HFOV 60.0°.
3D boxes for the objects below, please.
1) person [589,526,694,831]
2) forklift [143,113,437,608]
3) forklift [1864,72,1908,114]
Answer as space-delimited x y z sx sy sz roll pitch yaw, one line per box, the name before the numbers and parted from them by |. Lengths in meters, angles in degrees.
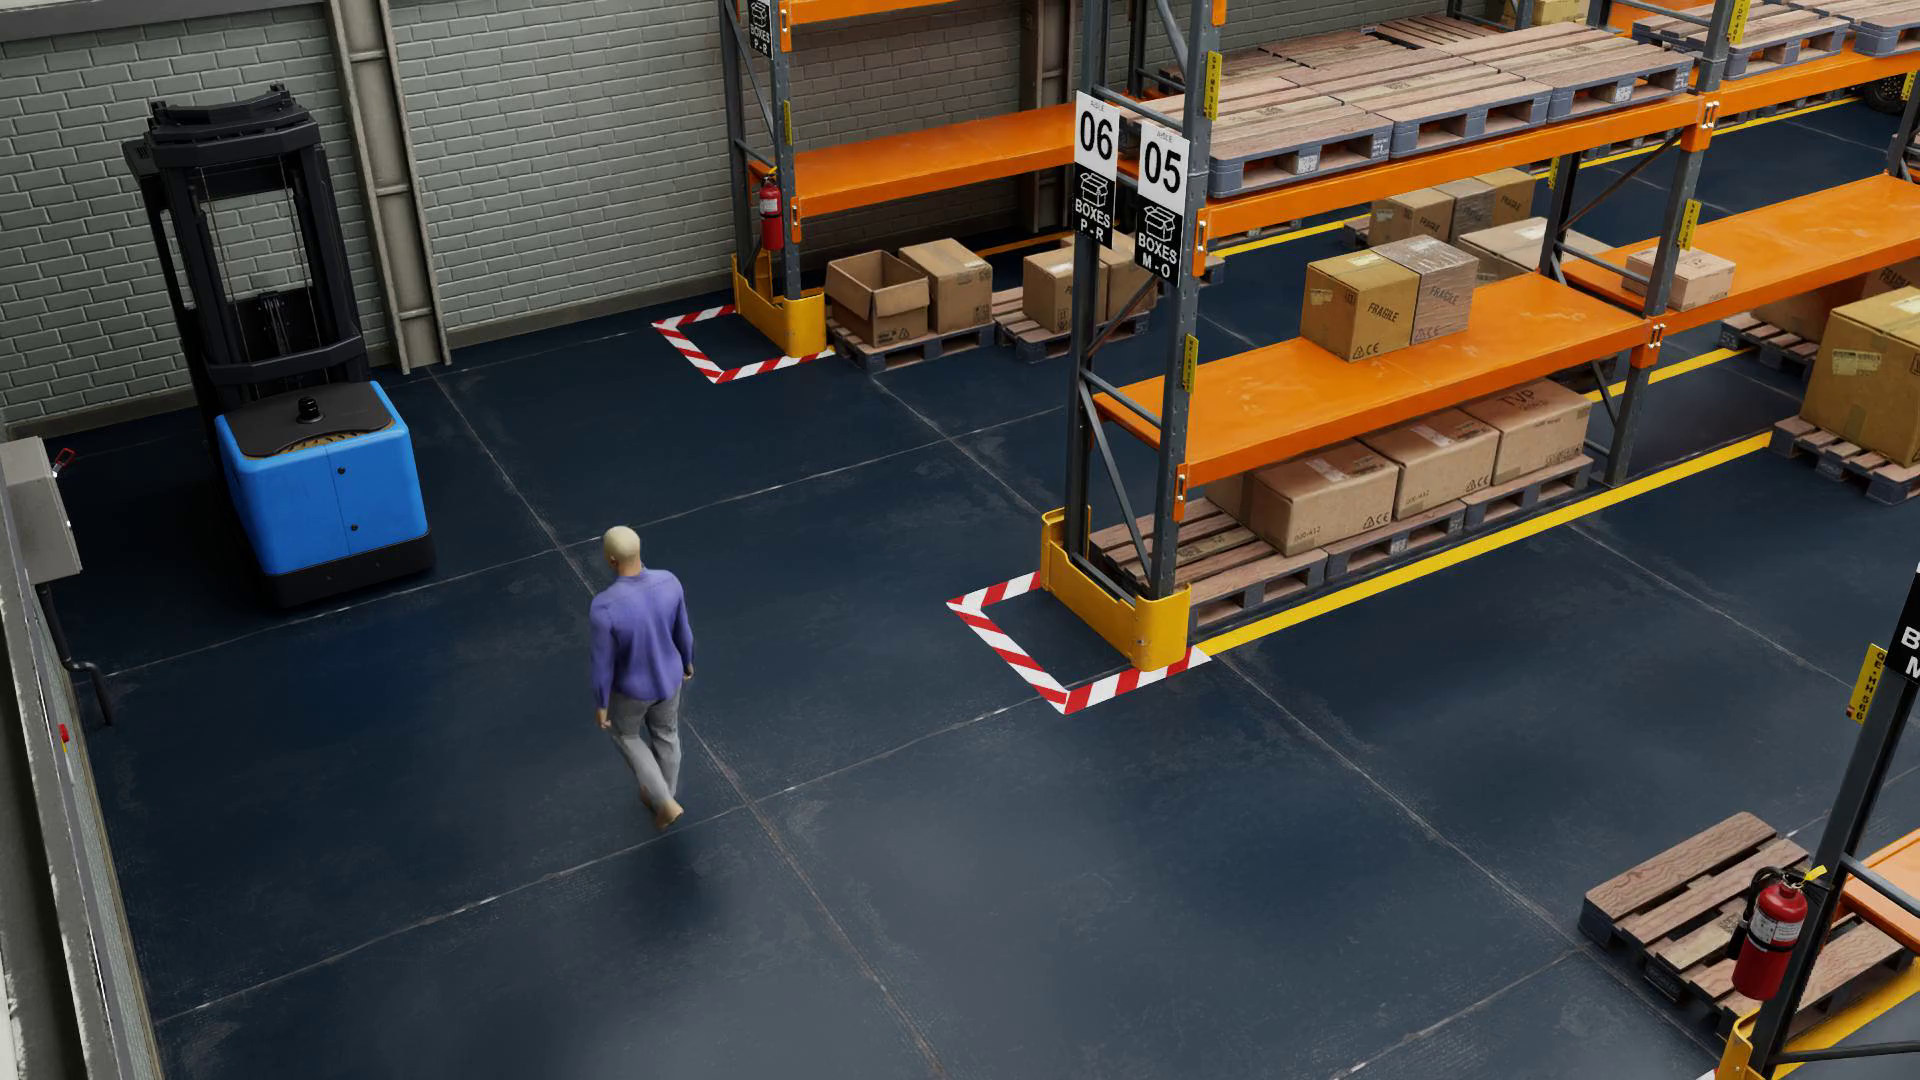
person | -1.571 0.719 8.336 0.612 1.780 0.486 -23 39 -33
forklift | -4.289 -1.259 10.509 1.129 2.768 1.873 -17 36 -26
forklift | 11.468 -5.645 18.244 1.214 2.155 2.313 -17 36 -26
